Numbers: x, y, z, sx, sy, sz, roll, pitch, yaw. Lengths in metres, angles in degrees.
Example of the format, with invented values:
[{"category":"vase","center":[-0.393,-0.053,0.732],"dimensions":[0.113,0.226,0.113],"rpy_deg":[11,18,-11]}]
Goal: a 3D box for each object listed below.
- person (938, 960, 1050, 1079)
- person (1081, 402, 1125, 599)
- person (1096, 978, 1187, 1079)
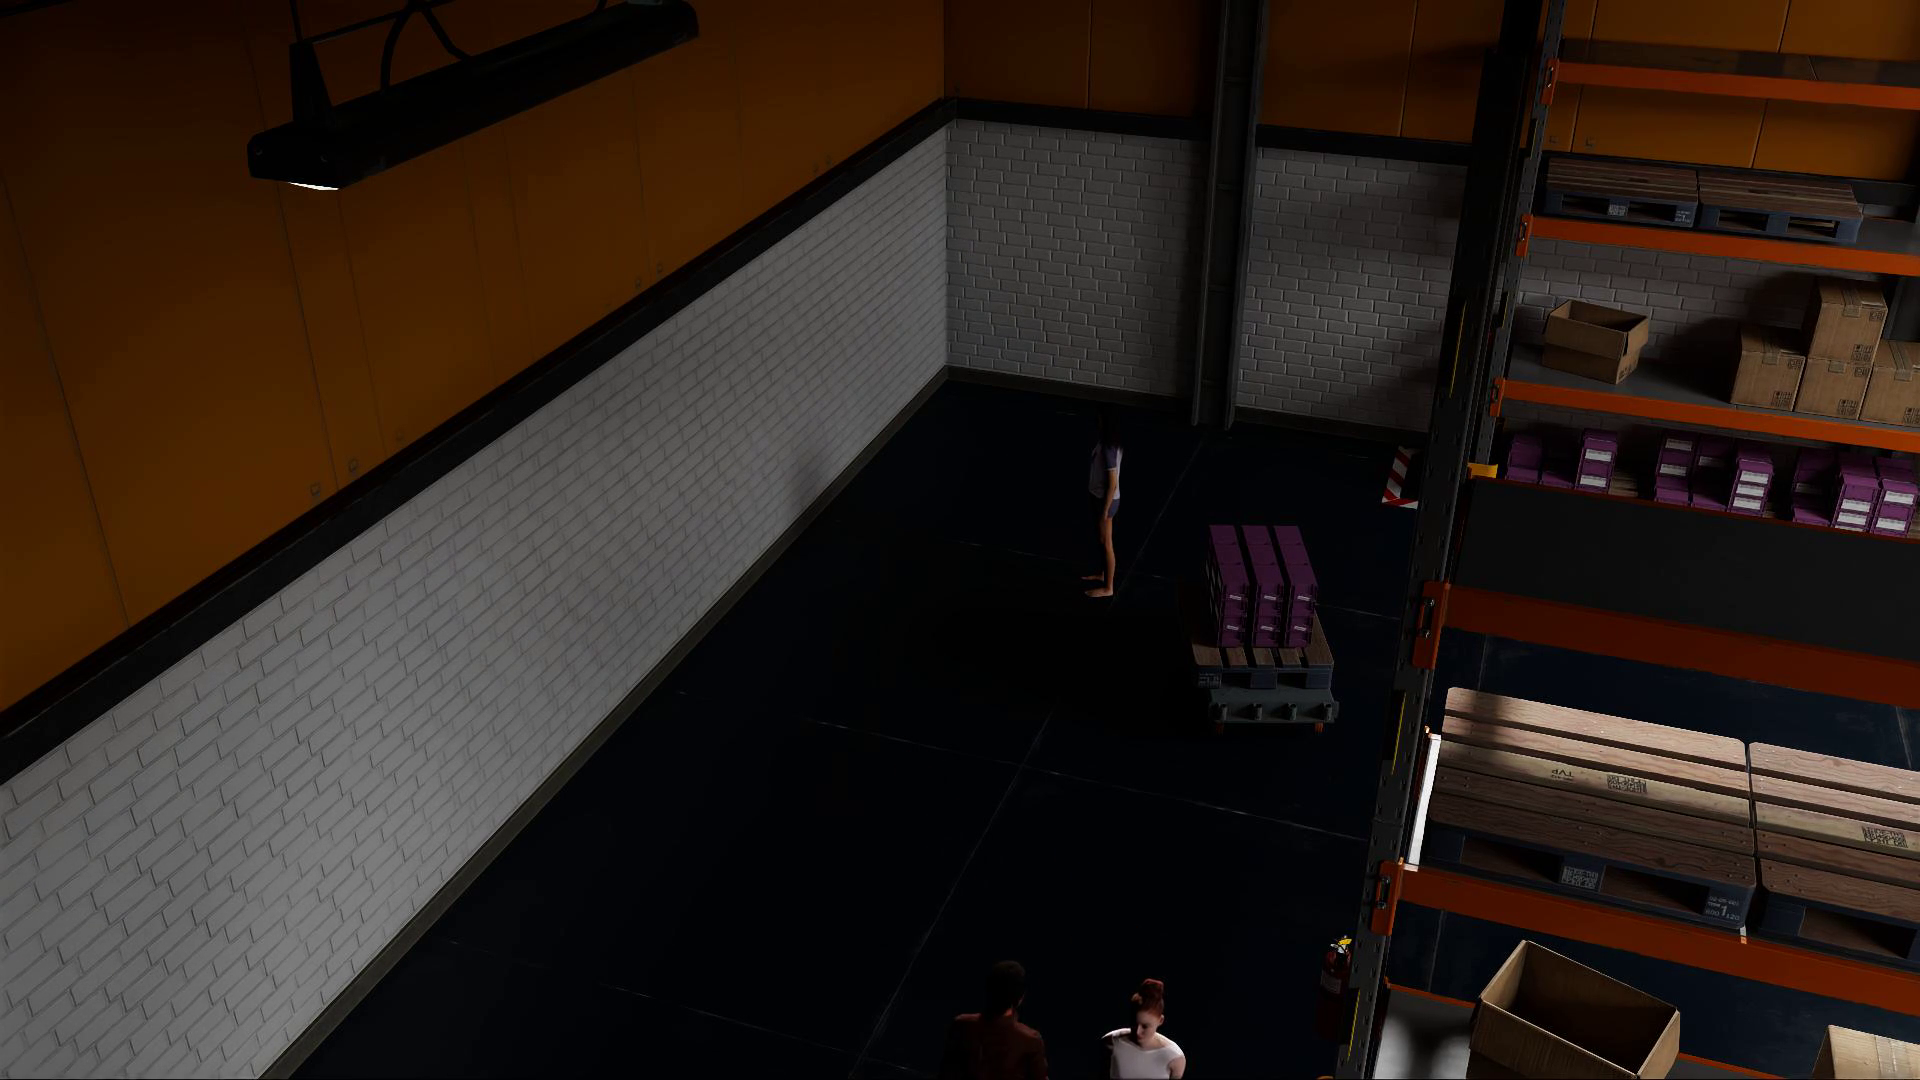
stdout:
[{"category":"person","center":[0.134,2.814,7.939],"dimensions":[0.825,1.745,0.733],"rpy_deg":[10,30,18]},{"category":"person","center":[1.191,-0.346,13.746],"dimensions":[0.614,1.734,0.648],"rpy_deg":[0,29,0]},{"category":"person","center":[0.837,2.801,7.915],"dimensions":[0.407,1.792,0.627],"rpy_deg":[9,30,16]}]
